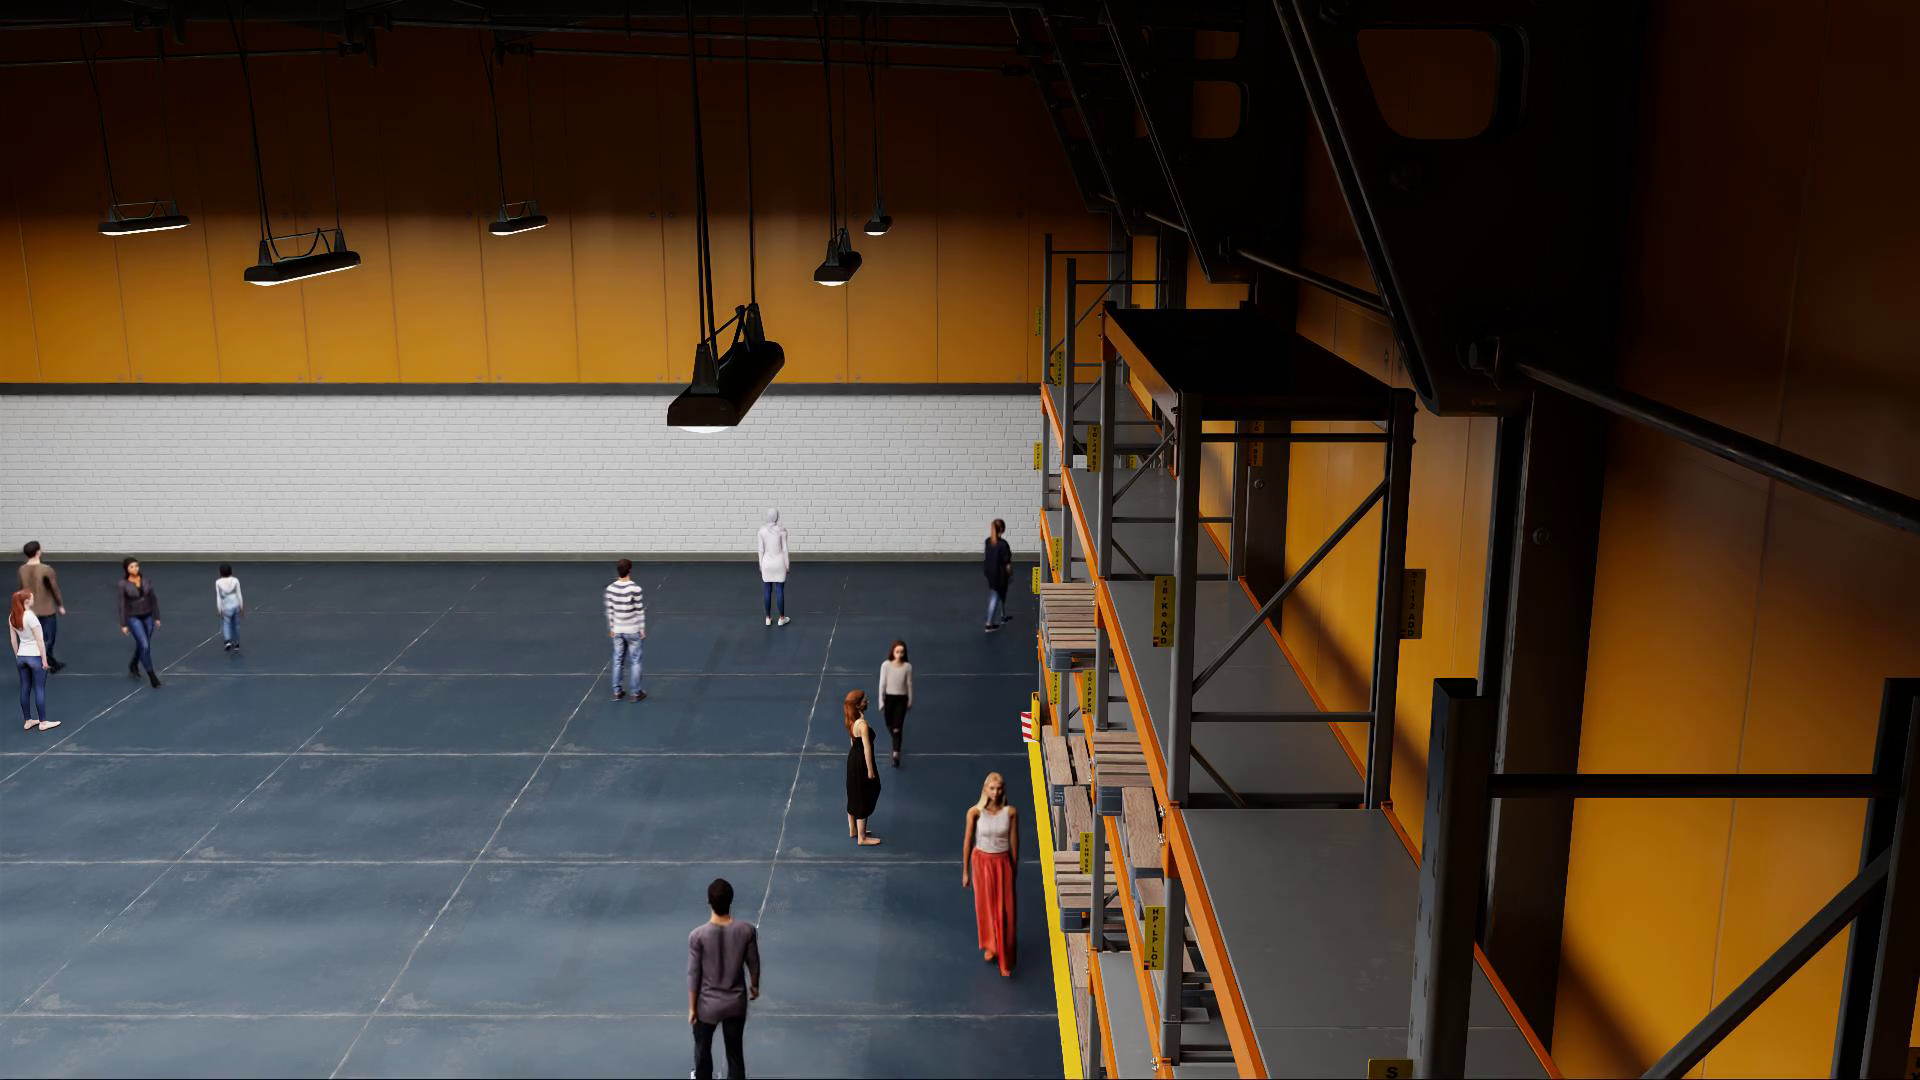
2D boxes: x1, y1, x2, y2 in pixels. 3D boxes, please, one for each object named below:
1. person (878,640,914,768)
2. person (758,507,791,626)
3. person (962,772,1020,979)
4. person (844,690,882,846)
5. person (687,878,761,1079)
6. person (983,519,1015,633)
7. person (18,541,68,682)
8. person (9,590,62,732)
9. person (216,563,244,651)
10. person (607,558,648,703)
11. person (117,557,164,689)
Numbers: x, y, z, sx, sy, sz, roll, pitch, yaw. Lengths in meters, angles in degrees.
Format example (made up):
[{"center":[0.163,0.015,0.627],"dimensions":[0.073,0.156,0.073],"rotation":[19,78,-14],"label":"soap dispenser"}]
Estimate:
[{"center":[-0.750,1.851,19.239],"dimensions":[0.544,1.459,0.959],"rotation":[1,14,3],"label":"person"},{"center":[-2.756,0.384,24.626],"dimensions":[0.643,1.776,0.565],"rotation":[2,14,8],"label":"person"},{"center":[0.269,2.835,14.494],"dimensions":[0.642,1.780,0.893],"rotation":[1,14,2],"label":"person"},{"center":[-1.026,2.306,17.009],"dimensions":[0.714,1.625,0.627],"rotation":[-6,15,-23],"label":"person"},{"center":[-1.712,3.394,12.081],"dimensions":[0.906,1.830,1.056],"rotation":[-5,14,-18],"label":"person"},{"center":[0.473,0.531,24.257],"dimensions":[0.982,1.663,0.938],"rotation":[-12,18,-40],"label":"person"},{"center":[-12.218,0.968,22.032],"dimensions":[0.793,1.861,1.152],"rotation":[2,14,10],"label":"person"},{"center":[-11.342,1.458,20.274],"dimensions":[0.626,1.737,0.602],"rotation":[4,14,15],"label":"person"},{"center":[-10.265,0.952,23.392],"dimensions":[0.560,1.251,0.612],"rotation":[-6,15,-24],"label":"person"},{"center":[-4.264,1.150,21.310],"dimensions":[0.689,1.847,0.637],"rotation":[4,14,16],"label":"person"},{"center":[-10.843,1.074,21.920],"dimensions":[1.137,1.708,1.148],"rotation":[10,17,37],"label":"person"}]
